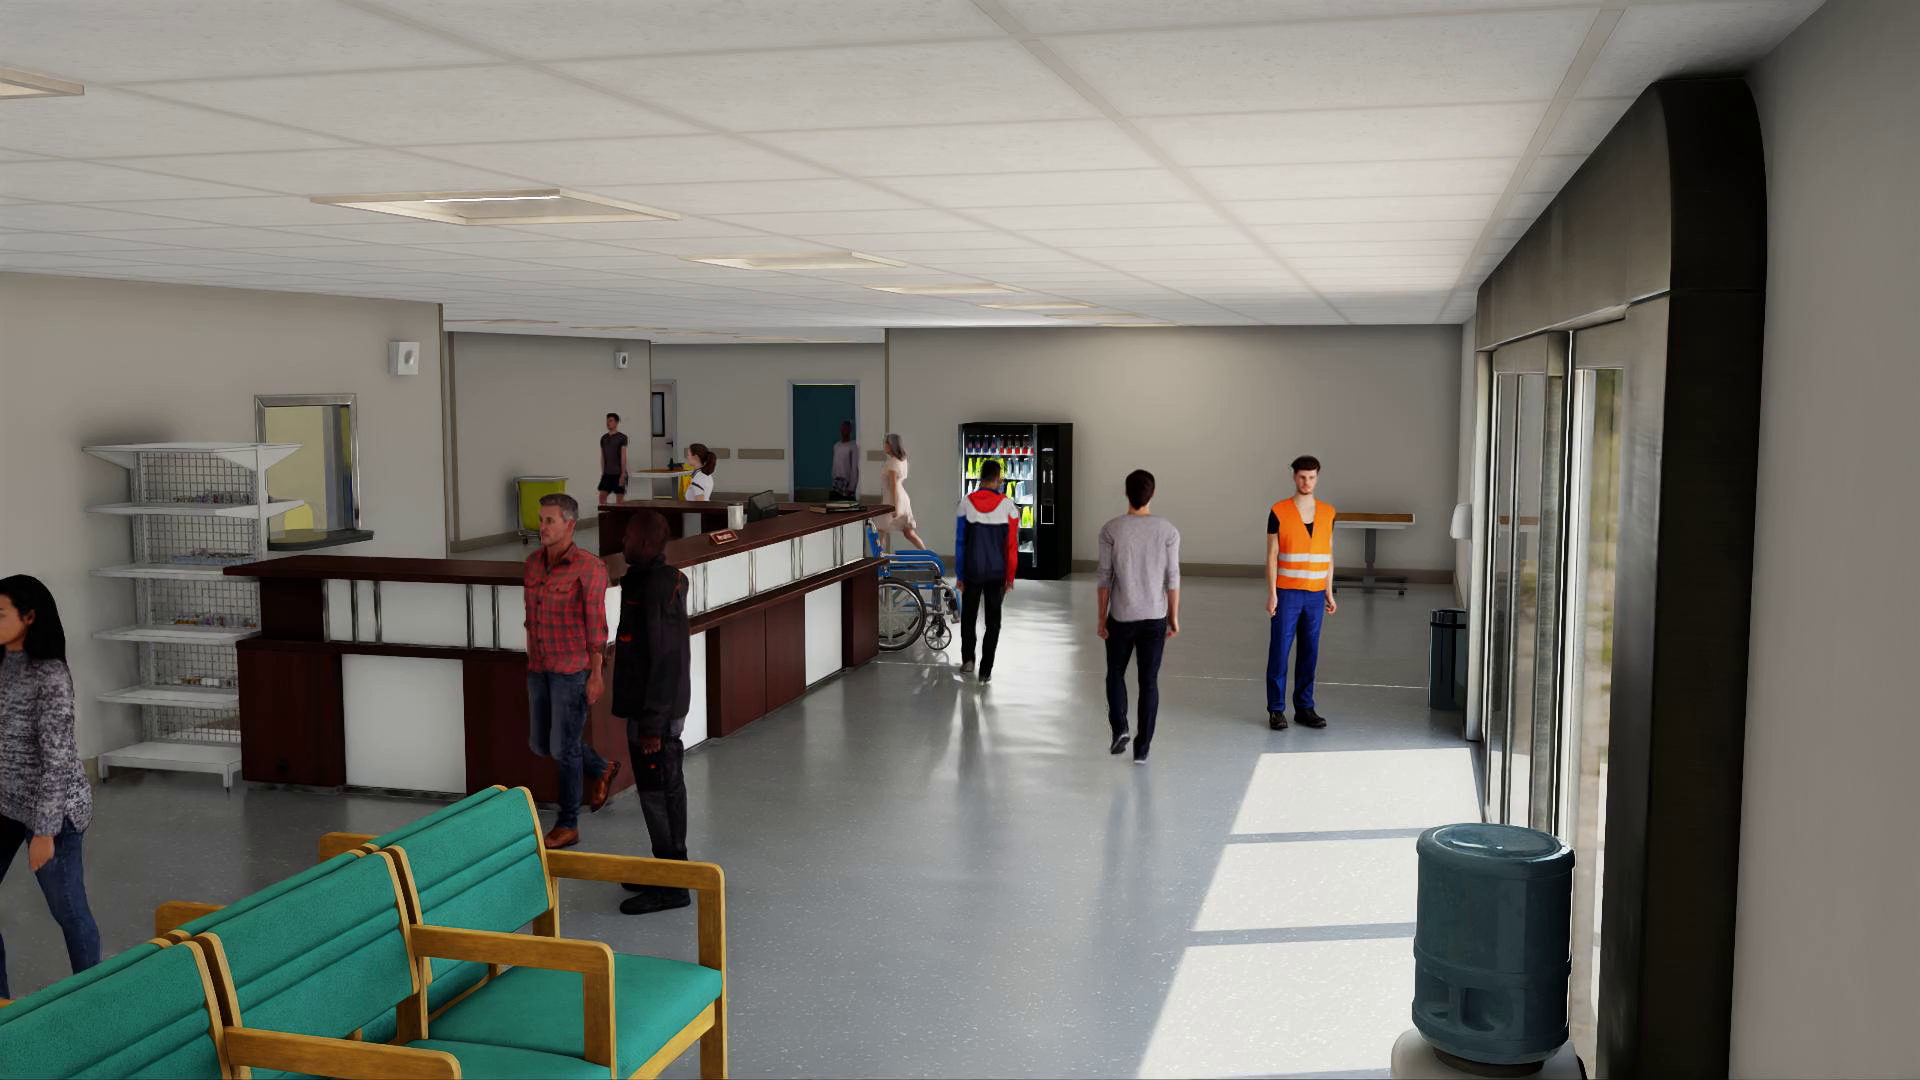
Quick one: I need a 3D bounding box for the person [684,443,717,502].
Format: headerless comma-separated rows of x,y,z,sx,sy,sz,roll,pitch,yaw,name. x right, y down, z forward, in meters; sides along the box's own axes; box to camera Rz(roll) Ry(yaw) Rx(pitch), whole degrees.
-2.540,-0.069,16.258,0.595,1.751,0.617,0,6,4,person

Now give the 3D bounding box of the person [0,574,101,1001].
-3.274,0.975,6.045,0.765,1.716,0.820,3,7,29,person

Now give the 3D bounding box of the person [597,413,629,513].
-5.040,-0.948,24.546,0.584,1.840,0.734,2,6,20,person

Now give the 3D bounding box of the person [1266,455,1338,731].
2.333,0.347,11.475,0.726,1.879,0.840,-1,6,-12,person

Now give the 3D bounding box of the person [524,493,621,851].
-2.001,0.664,8.645,0.990,1.815,0.936,4,7,32,person

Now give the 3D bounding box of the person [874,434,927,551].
-0.650,-0.348,19.328,1.180,1.691,0.657,2,6,19,person

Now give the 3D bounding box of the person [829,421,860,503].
-1.530,-0.774,23.229,0.793,1.757,0.846,5,8,40,person

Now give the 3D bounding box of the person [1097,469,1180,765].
1.097,0.491,10.284,0.683,1.832,0.774,1,6,6,person

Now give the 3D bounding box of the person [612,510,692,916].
-1.379,0.762,7.631,0.763,1.823,0.790,-1,6,-11,person

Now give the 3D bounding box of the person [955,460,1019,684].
0.204,0.259,13.033,0.667,1.742,0.775,0,6,3,person
